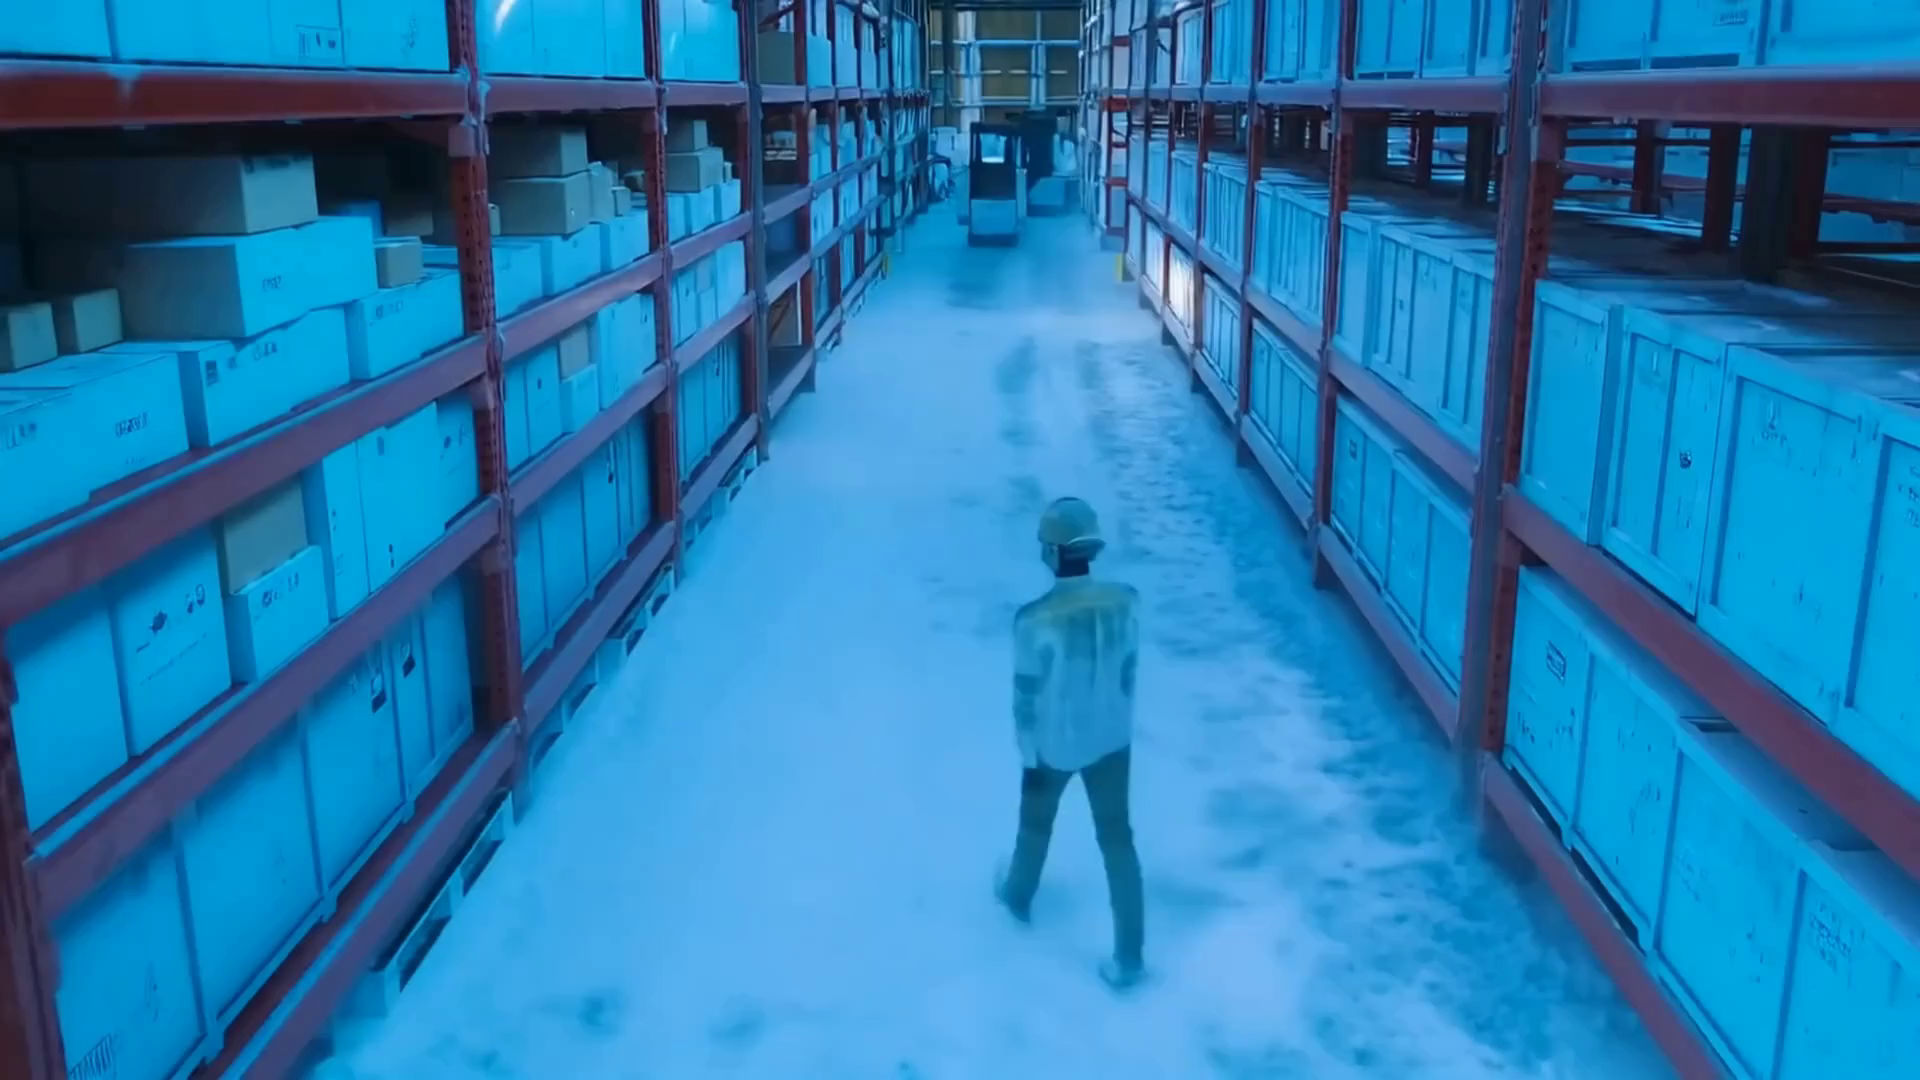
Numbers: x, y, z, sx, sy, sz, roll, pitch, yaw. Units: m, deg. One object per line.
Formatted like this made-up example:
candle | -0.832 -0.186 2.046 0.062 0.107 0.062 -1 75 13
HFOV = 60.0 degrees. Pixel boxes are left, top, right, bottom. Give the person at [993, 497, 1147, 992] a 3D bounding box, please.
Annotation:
person | 0.460 0.781 6.691 0.610 1.939 1.073 -6 16 -22

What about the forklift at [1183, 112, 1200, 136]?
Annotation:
forklift | 8.097 -13.747 58.938 1.129 2.768 1.873 0 15 1

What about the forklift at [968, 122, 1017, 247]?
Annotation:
forklift | 0.762 -8.258 38.517 1.129 2.768 1.873 0 15 1

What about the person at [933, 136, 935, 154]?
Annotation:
person | -1.447 -19.000 80.365 0.986 1.896 0.543 10 18 33

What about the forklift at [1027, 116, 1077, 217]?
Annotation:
forklift | 2.346 -10.731 47.719 1.873 2.768 1.129 9 17 30

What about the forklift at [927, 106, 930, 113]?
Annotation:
forklift | -2.001 -20.667 84.687 1.129 2.768 1.873 0 15 2

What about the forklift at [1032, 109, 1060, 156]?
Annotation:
forklift | 3.487 -16.921 70.751 1.129 2.768 1.873 13 20 40

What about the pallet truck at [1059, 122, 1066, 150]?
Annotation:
pallet truck | 5.788 -21.111 88.014 1.885 1.965 0.823 5 16 18
